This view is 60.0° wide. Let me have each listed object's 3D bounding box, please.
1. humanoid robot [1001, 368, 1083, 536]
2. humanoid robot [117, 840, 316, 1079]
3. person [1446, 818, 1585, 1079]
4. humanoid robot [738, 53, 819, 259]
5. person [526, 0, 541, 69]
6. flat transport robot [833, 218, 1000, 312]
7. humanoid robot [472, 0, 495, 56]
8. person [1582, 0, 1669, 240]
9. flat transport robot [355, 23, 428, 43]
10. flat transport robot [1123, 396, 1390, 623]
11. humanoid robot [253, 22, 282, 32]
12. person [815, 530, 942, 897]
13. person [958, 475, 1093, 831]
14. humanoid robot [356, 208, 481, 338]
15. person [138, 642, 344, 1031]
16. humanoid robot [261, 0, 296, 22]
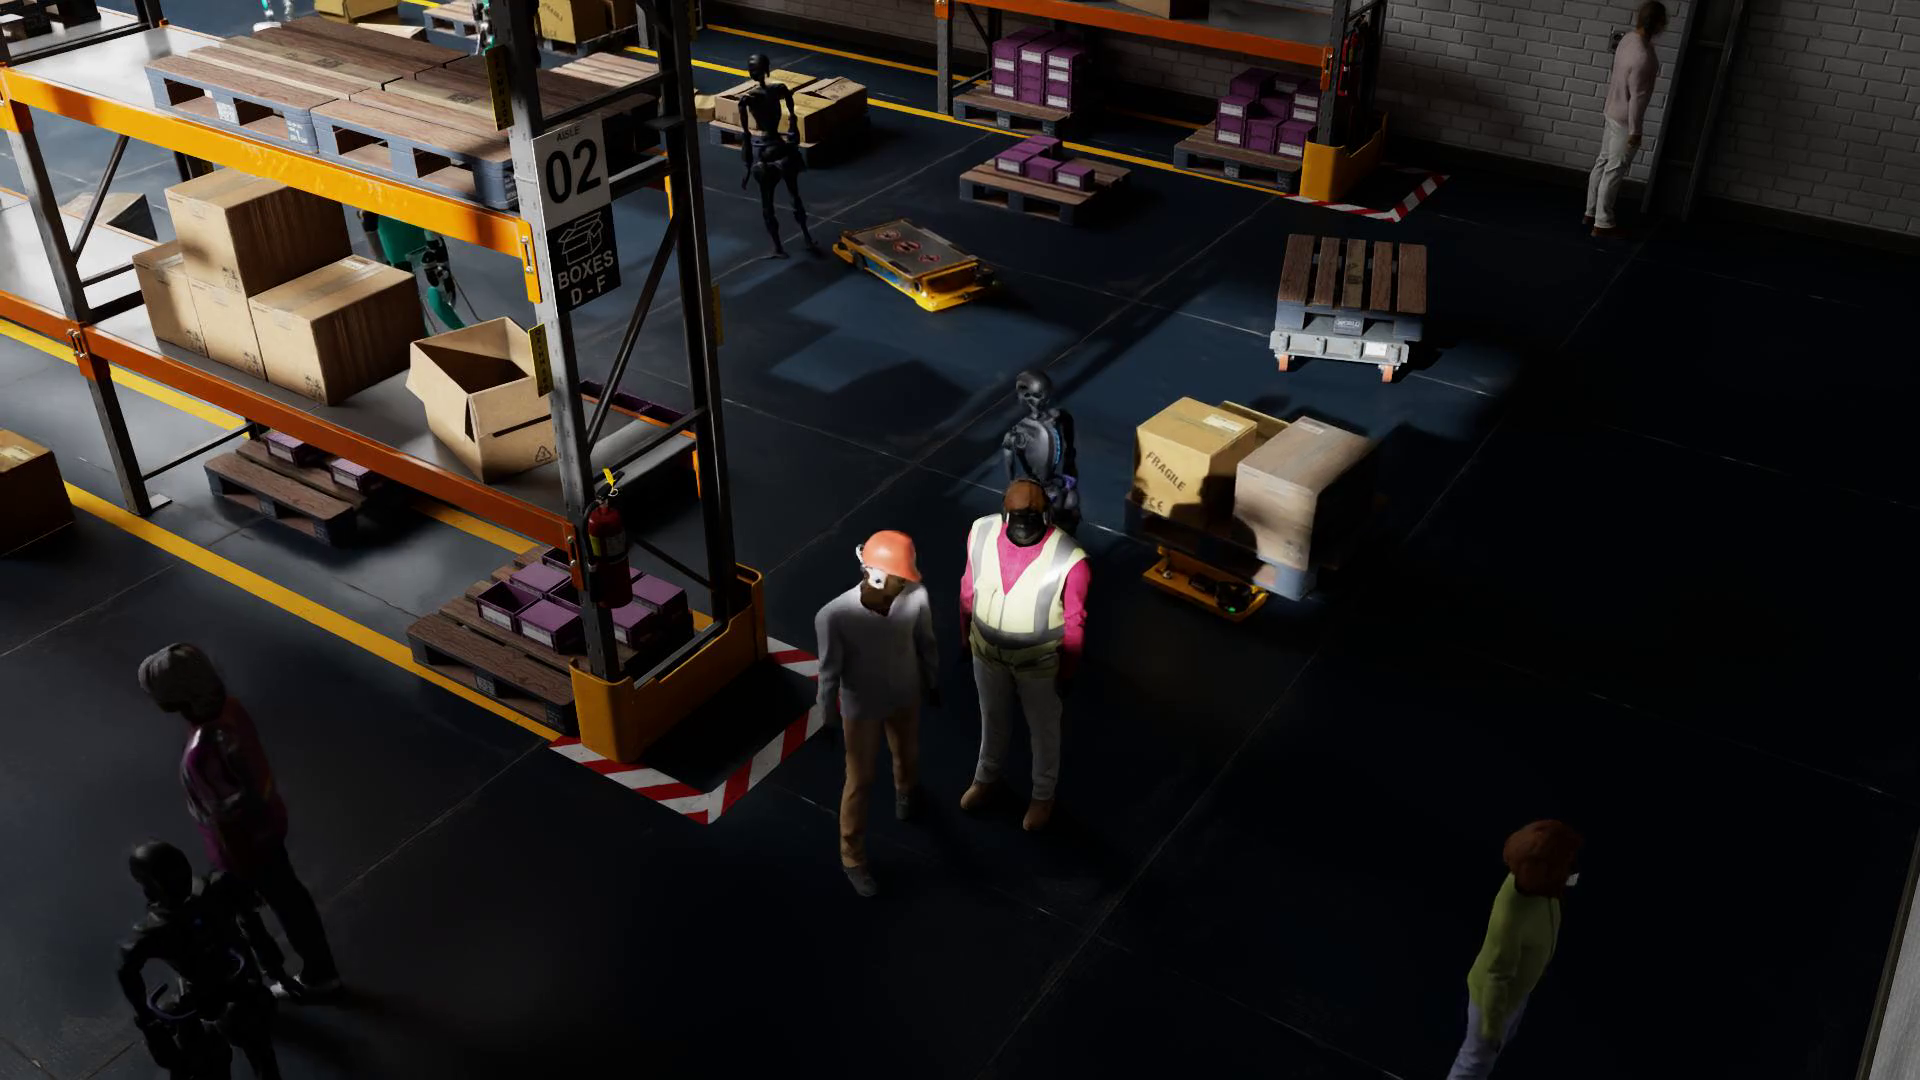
[{"bbox_3d":[0.419,-0.159,8.834,0.580,1.634,0.616,27,42,35],"label":"humanoid robot"},{"bbox_3d":[-2.614,1.711,5.953,0.384,1.655,0.603,16,36,22],"label":"humanoid robot"},{"bbox_3d":[2.009,1.648,6.088,0.280,1.630,0.499,21,38,29],"label":"person"},{"bbox_3d":[-1.453,-3.032,13.250,0.473,1.645,0.616,29,43,36],"label":"humanoid robot"},{"bbox_3d":[-3.931,-4.283,14.930,0.434,1.943,0.481,5,33,8],"label":"person"},{"bbox_3d":[-0.366,-2.219,13.283,0.659,0.231,1.431,-21,39,-29],"label":"flat transport robot"},{"bbox_3d":[-4.391,-4.661,15.731,0.530,1.803,0.798,3,33,5],"label":"humanoid robot"},{"bbox_3d":[5.465,-3.442,13.635,0.373,1.939,0.628,2,33,4],"label":"person"},{"bbox_3d":[-5.624,-3.983,15.994,1.431,0.231,0.659,6,34,9],"label":"flat transport robot"},{"bbox_3d":[1.762,0.000,9.872,0.659,0.231,1.431,25,40,33],"label":"flat transport robot"},{"bbox_3d":[-5.386,-3.270,13.484,0.531,1.725,0.682,-17,37,-25],"label":"humanoid robot"},{"bbox_3d":[-0.343,0.713,7.463,0.613,1.698,0.633,-15,36,-22],"label":"person"},{"bbox_3d":[0.268,0.520,7.630,0.625,1.847,0.429,16,36,23],"label":"person"},{"bbox_3d":[-3.416,-1.489,10.914,0.728,1.904,0.543,22,39,30],"label":"humanoid robot"},{"bbox_3d":[-2.951,1.191,6.610,0.692,1.822,0.561,-5,33,-8],"label":"person"},{"bbox_3d":[-7.482,-6.140,18.004,0.550,1.817,0.912,-26,41,-34],"label":"humanoid robot"}]
